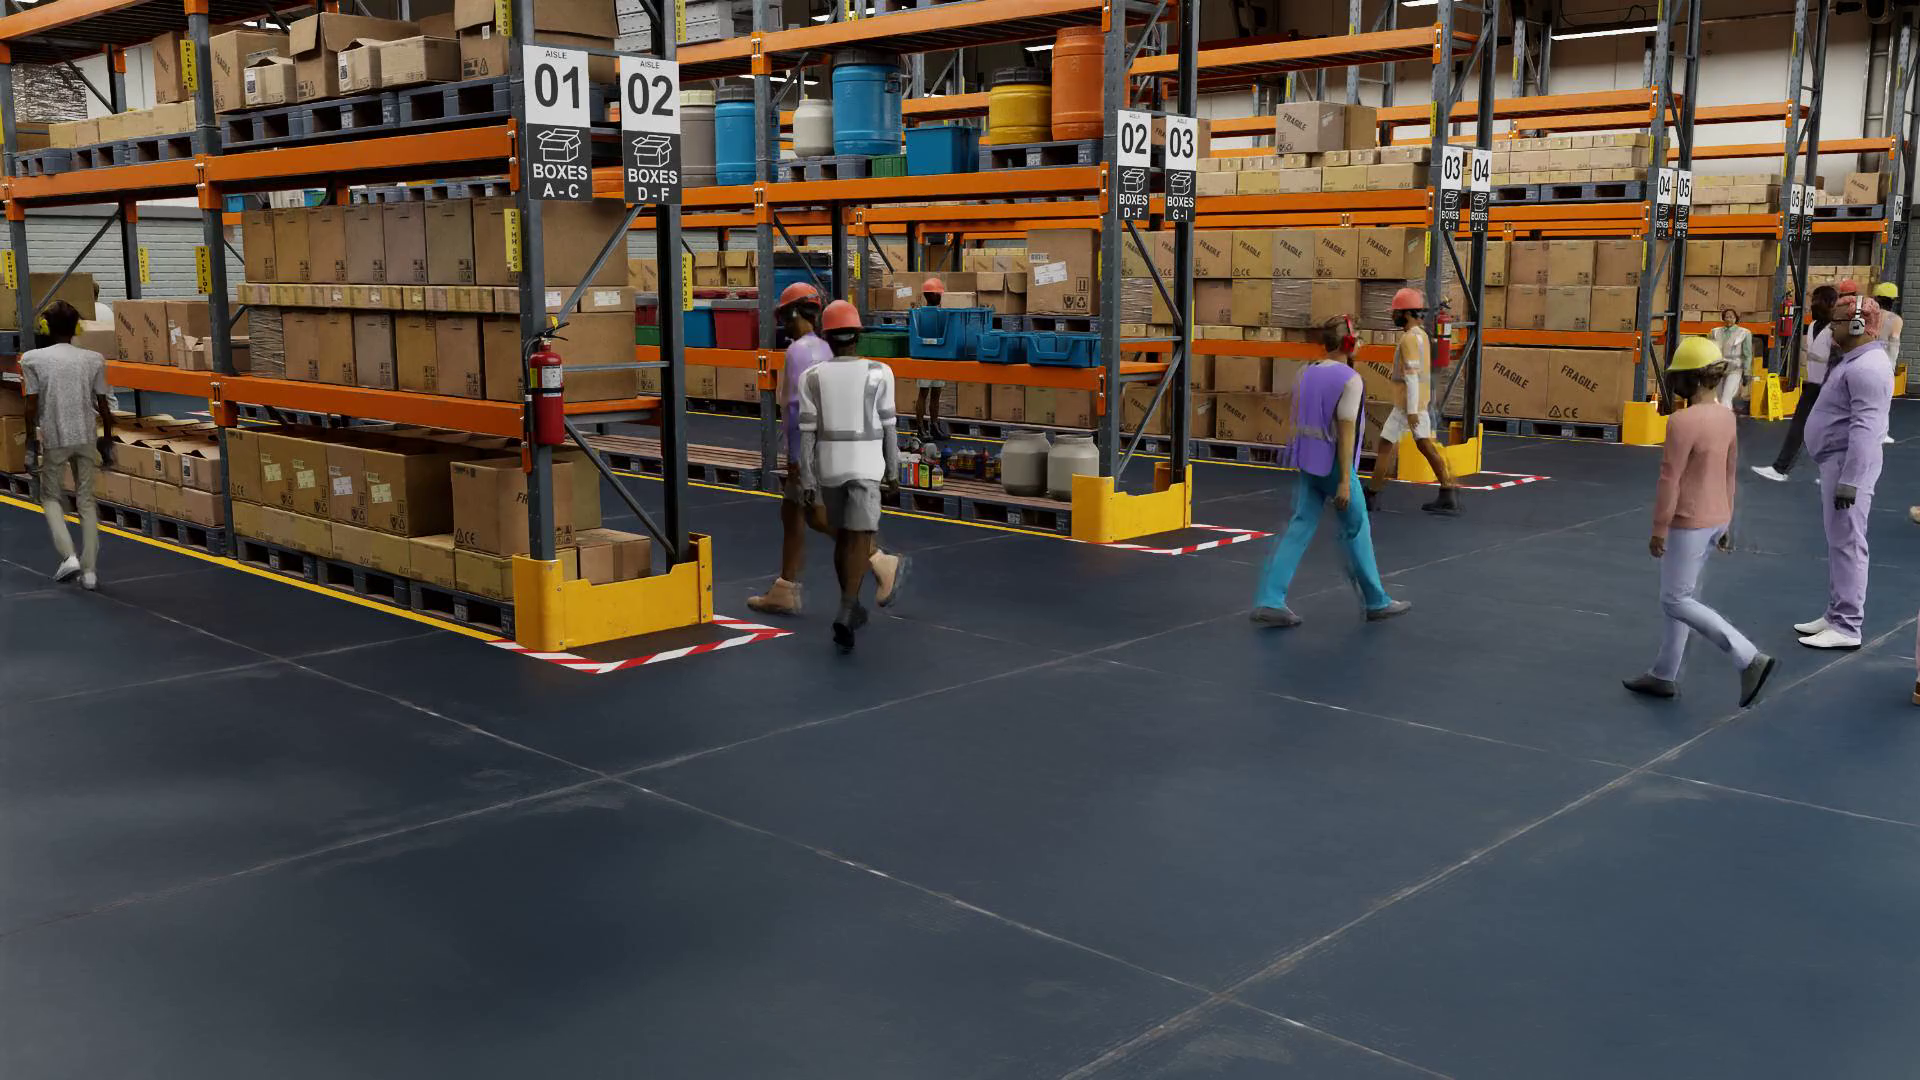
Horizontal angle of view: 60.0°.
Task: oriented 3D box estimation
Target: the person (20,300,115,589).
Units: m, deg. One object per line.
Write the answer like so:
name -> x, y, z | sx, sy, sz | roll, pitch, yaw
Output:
person -> -5.746, -0.608, 10.718 | 0.550, 1.842, 0.434 | -8, 12, -39

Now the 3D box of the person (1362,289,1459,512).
person -> 3.794, -1.173, 14.058 | 0.986, 1.889, 0.564 | 5, 10, 26

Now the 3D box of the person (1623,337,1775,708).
person -> 3.487, -0.077, 7.768 | 0.527, 1.737, 0.682 | -8, 12, -40

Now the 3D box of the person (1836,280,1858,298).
person -> 13.436, -2.944, 24.938 | 0.724, 1.900, 0.567 | 3, 10, 20

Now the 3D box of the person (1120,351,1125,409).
person -> 2.174, -2.826, 24.098 | 0.897, 1.917, 0.615 | 9, 13, 44

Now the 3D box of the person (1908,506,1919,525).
person -> 7.768, -0.985, 12.597 | 0.639, 1.985, 1.055 | -2, 9, -11

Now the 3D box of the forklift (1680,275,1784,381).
forklift -> 12.480, -3.427, 27.053 | 1.214, 2.155, 2.313 | 9, 13, 43

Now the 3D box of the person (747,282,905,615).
person -> -0.798, -0.544, 9.939 | 0.906, 1.979, 0.668 | 1, 9, 8

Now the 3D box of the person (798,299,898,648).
person -> -0.636, -0.378, 9.200 | 0.534, 1.891, 0.980 | 1, 9, 9

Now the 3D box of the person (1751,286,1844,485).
person -> 8.054, -1.450, 15.754 | 0.938, 1.876, 0.624 | 0, 9, -2

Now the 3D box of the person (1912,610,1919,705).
person -> 4.734, -0.212, 7.819 | 0.380, 1.994, 0.618 | 7, 11, 36

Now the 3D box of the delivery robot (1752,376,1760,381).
delivery robot -> 11.858, -2.401, 25.489 | 0.707, 0.478, 0.477 | 5, 10, 27

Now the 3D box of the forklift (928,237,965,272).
forklift -> -0.326, -5.817, 39.609 | 1.129, 2.768, 1.873 | 9, 13, 43

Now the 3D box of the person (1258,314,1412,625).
person -> 2.149, -0.398, 9.589 | 0.991, 1.792, 0.590 | -4, 10, -21

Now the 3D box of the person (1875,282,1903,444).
person -> 10.675, -2.063, 19.470 | 0.813, 1.902, 0.592 | -5, 11, -30

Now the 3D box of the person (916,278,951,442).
person -> -0.331, -2.153, 19.885 | 0.349, 1.942, 0.545 | 8, 12, 41

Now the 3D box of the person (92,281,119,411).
person -> -9.700, -1.952, 18.665 | 0.371, 1.940, 0.630 | 0, 9, -2

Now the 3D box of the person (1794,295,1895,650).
person -> 4.806, -0.369, 9.054 | 0.409, 1.907, 0.651 | 4, 10, 24

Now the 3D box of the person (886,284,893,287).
person -> -0.997, -3.055, 25.792 | 0.631, 1.821, 0.777 | -7, 12, -36

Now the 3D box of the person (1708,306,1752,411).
person -> 8.950, -1.933, 19.534 | 0.727, 1.608, 0.526 | -6, 11, -32
